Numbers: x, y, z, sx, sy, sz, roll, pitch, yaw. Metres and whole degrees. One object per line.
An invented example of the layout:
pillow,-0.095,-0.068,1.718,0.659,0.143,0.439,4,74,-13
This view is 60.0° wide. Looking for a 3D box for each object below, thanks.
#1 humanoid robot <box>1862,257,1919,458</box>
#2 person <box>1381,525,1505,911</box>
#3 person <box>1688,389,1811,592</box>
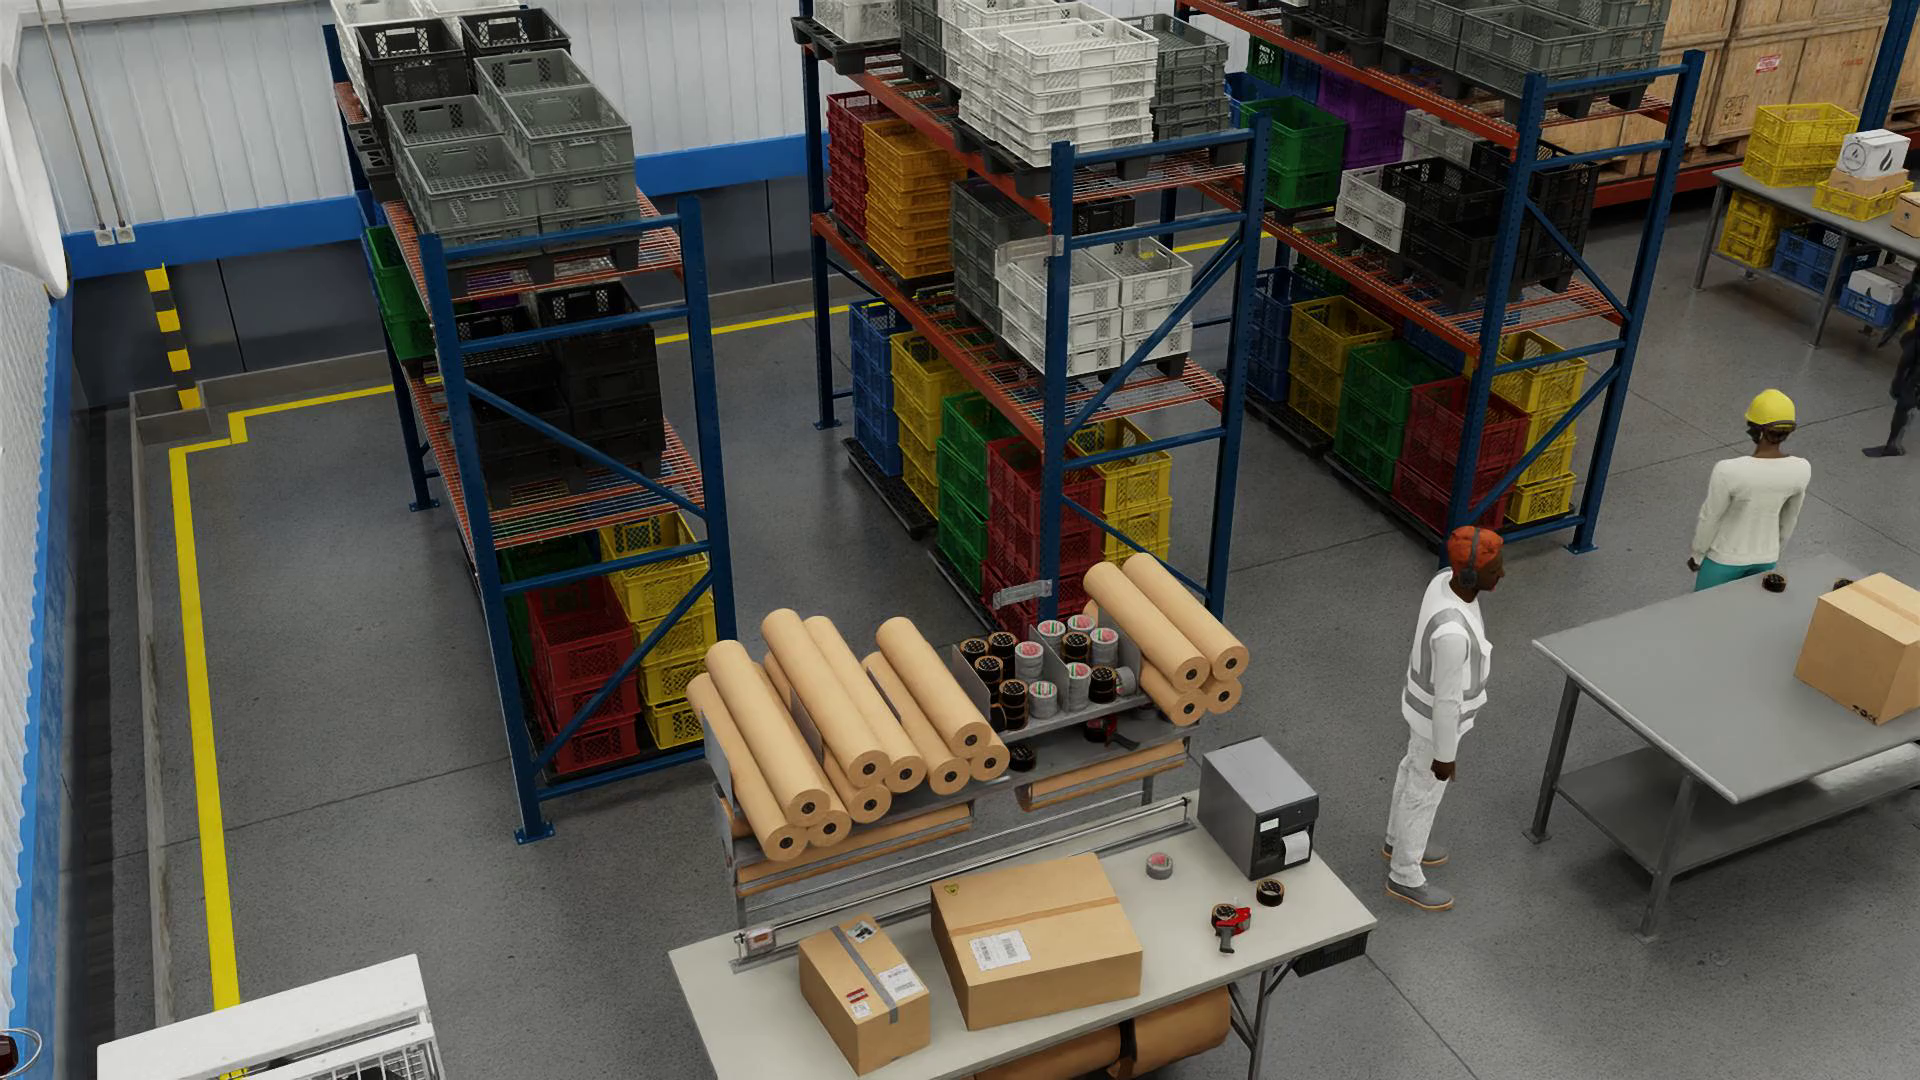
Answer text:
humanoid robot,6.322,-1.315,10.775,0.531,1.642,0.586,-2,32,-3
person,2.085,0.762,7.193,0.350,1.882,0.582,6,32,10
person,3.948,0.060,8.462,0.514,1.751,0.374,-4,32,-7
